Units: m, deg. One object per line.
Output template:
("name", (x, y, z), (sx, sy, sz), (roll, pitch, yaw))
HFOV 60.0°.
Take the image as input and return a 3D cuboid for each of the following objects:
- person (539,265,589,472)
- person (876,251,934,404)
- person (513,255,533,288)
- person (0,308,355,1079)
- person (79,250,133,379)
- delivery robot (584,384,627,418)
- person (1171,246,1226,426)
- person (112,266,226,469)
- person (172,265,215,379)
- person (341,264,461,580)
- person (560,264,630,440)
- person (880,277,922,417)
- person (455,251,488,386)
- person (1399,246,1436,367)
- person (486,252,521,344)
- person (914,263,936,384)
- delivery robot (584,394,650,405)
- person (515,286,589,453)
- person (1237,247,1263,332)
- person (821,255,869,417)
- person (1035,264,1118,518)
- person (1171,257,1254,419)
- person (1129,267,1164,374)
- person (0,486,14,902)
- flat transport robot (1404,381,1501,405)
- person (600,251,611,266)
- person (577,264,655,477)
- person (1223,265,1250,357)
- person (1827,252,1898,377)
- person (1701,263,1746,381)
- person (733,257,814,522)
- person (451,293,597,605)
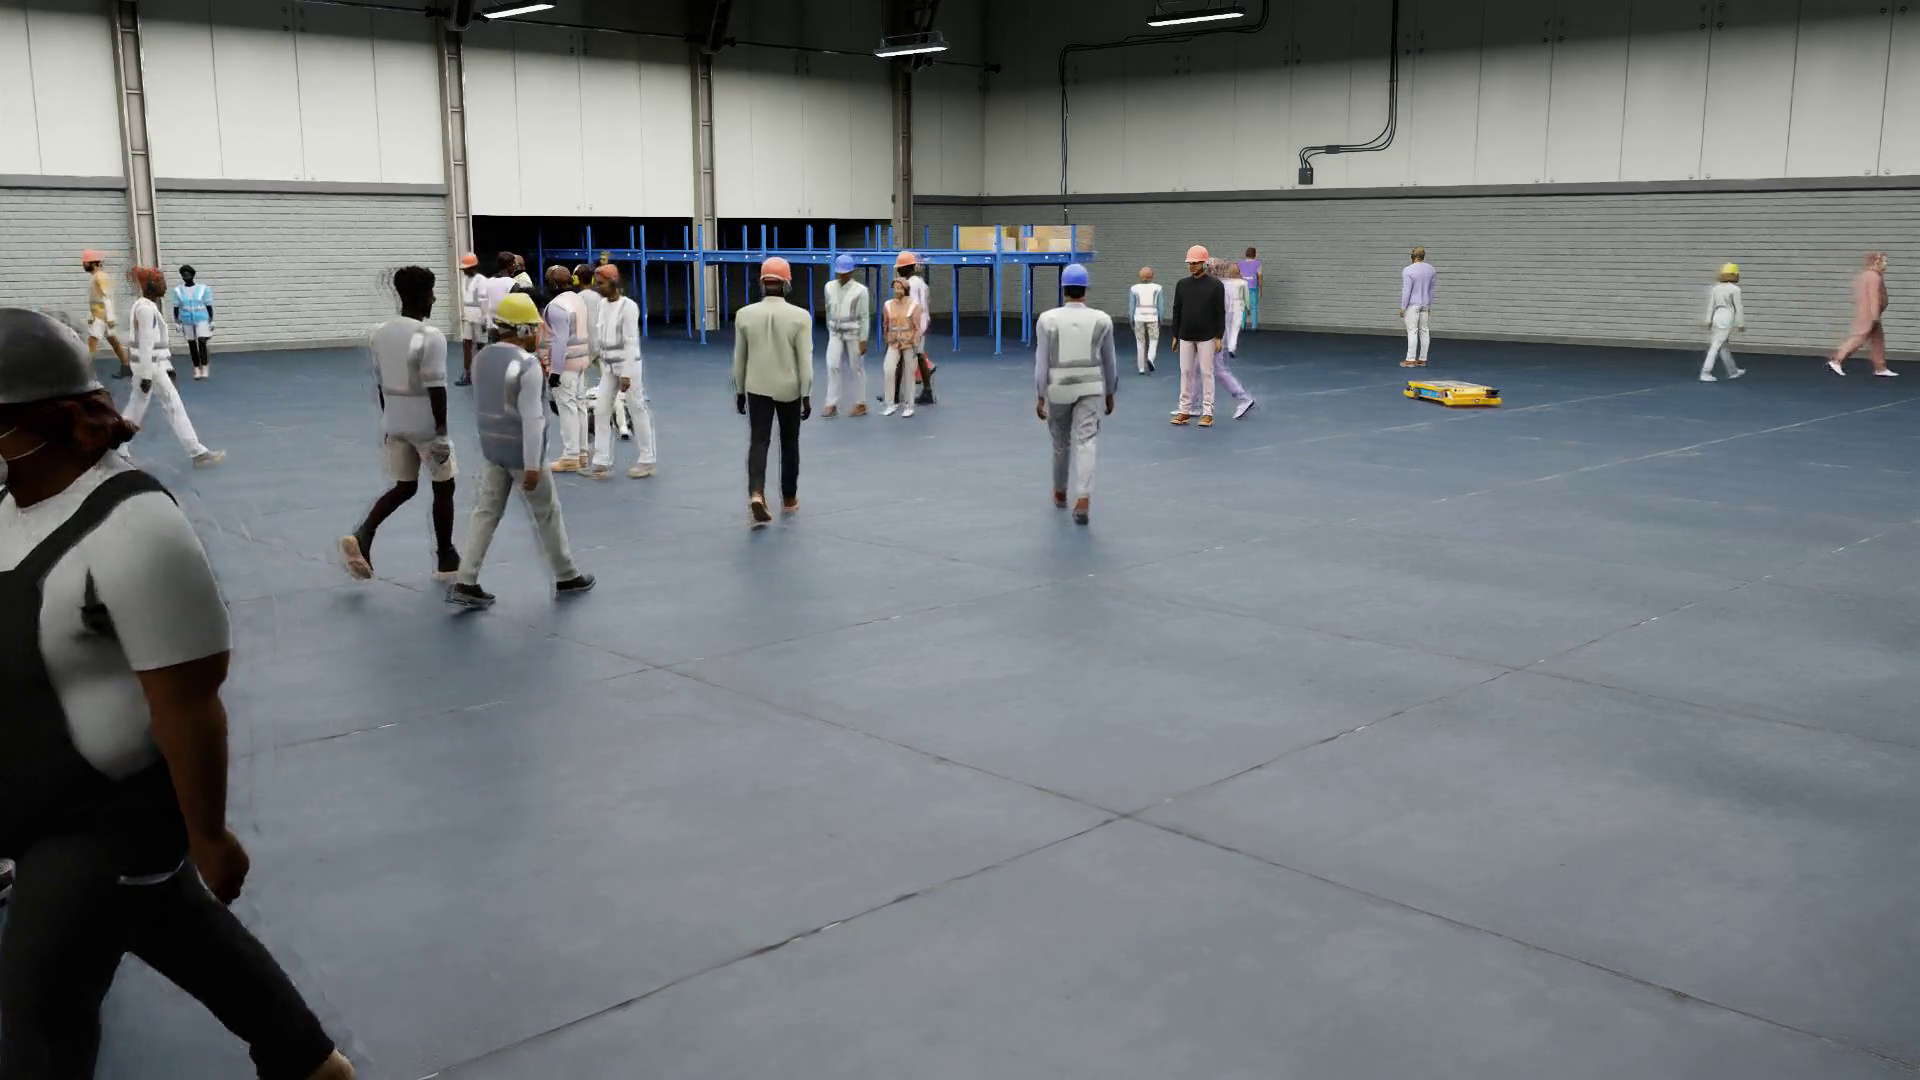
("person", (-3.583, -1.554, 15.052), (0.430, 1.840, 0.625), (1, 10, 7))
("person", (-0.715, -2.653, 20.853), (0.842, 1.901, 0.578), (1, 10, 8))
("person", (-6.107, -3.020, 23.046), (0.429, 1.843, 0.622), (-4, 11, -19))
("person", (-1.783, 0.485, 3.499), (1.065, 2.000, 0.674), (-10, 14, -43))
("person", (-12.714, -3.293, 24.404), (0.992, 1.883, 0.578), (-7, 12, -33))
("delivery robot", (-3.909, -1.554, 18.417), (0.707, 0.478, 0.477), (0, 10, -1))
("person", (2.640, -2.272, 18.542), (0.624, 1.992, 0.390), (7, 12, 32))
("person", (-7.318, -1.556, 15.119), (0.996, 1.832, 0.593), (-6, 12, -30))
("person", (-11.237, -3.174, 24.331), (0.546, 1.667, 0.701), (-2, 11, -11))
("person", (-3.376, -0.697, 10.118), (0.608, 1.946, 0.771), (6, 12, 31))
("person", (-3.789, -1.952, 17.300), (0.896, 1.822, 0.575), (9, 14, 40))
("person", (-0.694, -2.225, 19.306), (0.511, 1.618, 0.630), (4, 11, 19))
("person", (-6.849, -3.165, 23.729), (0.574, 1.896, 0.816), (8, 13, 37))
("person", (7.364, -3.763, 26.827), (0.627, 1.940, 0.371), (-5, 12, -25))
("person", (-5.544, -2.545, 20.269), (0.589, 1.913, 0.377), (8, 13, 38))
("person", (-0.579, -3.098, 23.720), (0.504, 1.734, 0.567), (6, 12, 29))
("delivery robot", (-3.710, -1.591, 17.910), (0.698, 0.223, 0.335), (-5, 12, -25))
("person", (-3.916, -1.548, 15.566), (0.867, 1.638, 0.540), (-2, 11, -12))
("person", (6.382, -5.518, 36.646), (0.567, 1.847, 0.389), (4, 11, 23))
("person", (-1.339, -2.364, 19.374), (0.636, 1.879, 0.860), (5, 11, 23))
("person", (0.884, -1.136, 12.631), (0.637, 1.896, 1.017), (0, 10, -1))
("person", (2.957, -2.337, 19.271), (0.922, 1.868, 0.637), (2, 11, 11))
("person", (2.843, -3.356, 25.430), (0.533, 1.626, 0.364), (2, 11, 8))
("person", (-2.932, 0.270, 5.151), (0.586, 1.824, 0.403), (-2, 11, -10))
("flat transport robot", (6.296, -1.897, 21.312), (0.652, 0.197, 1.431), (-2, 10, -9))
("person", (-6.402, -4.295, 30.039), (0.521, 1.815, 0.771), (4, 11, 22))
("person", (-3.016, -1.454, 14.458), (0.624, 1.852, 0.828), (9, 14, 40))
("person", (4.805, -4.026, 29.196), (0.513, 1.596, 0.857), (5, 11, 24))
("person", (13.640, -3.395, 25.023), (0.946, 1.872, 0.657), (4, 11, 21))
("person", (11.201, -3.169, 24.236), (0.915, 1.689, 0.499), (-3, 11, -18))
("person", (-1.400, -1.130, 12.422), (0.616, 1.961, 0.987), (1, 10, 4))
("person", (-2.575, -0.518, 9.560), (0.596, 1.795, 0.919), (7, 13, 35))
